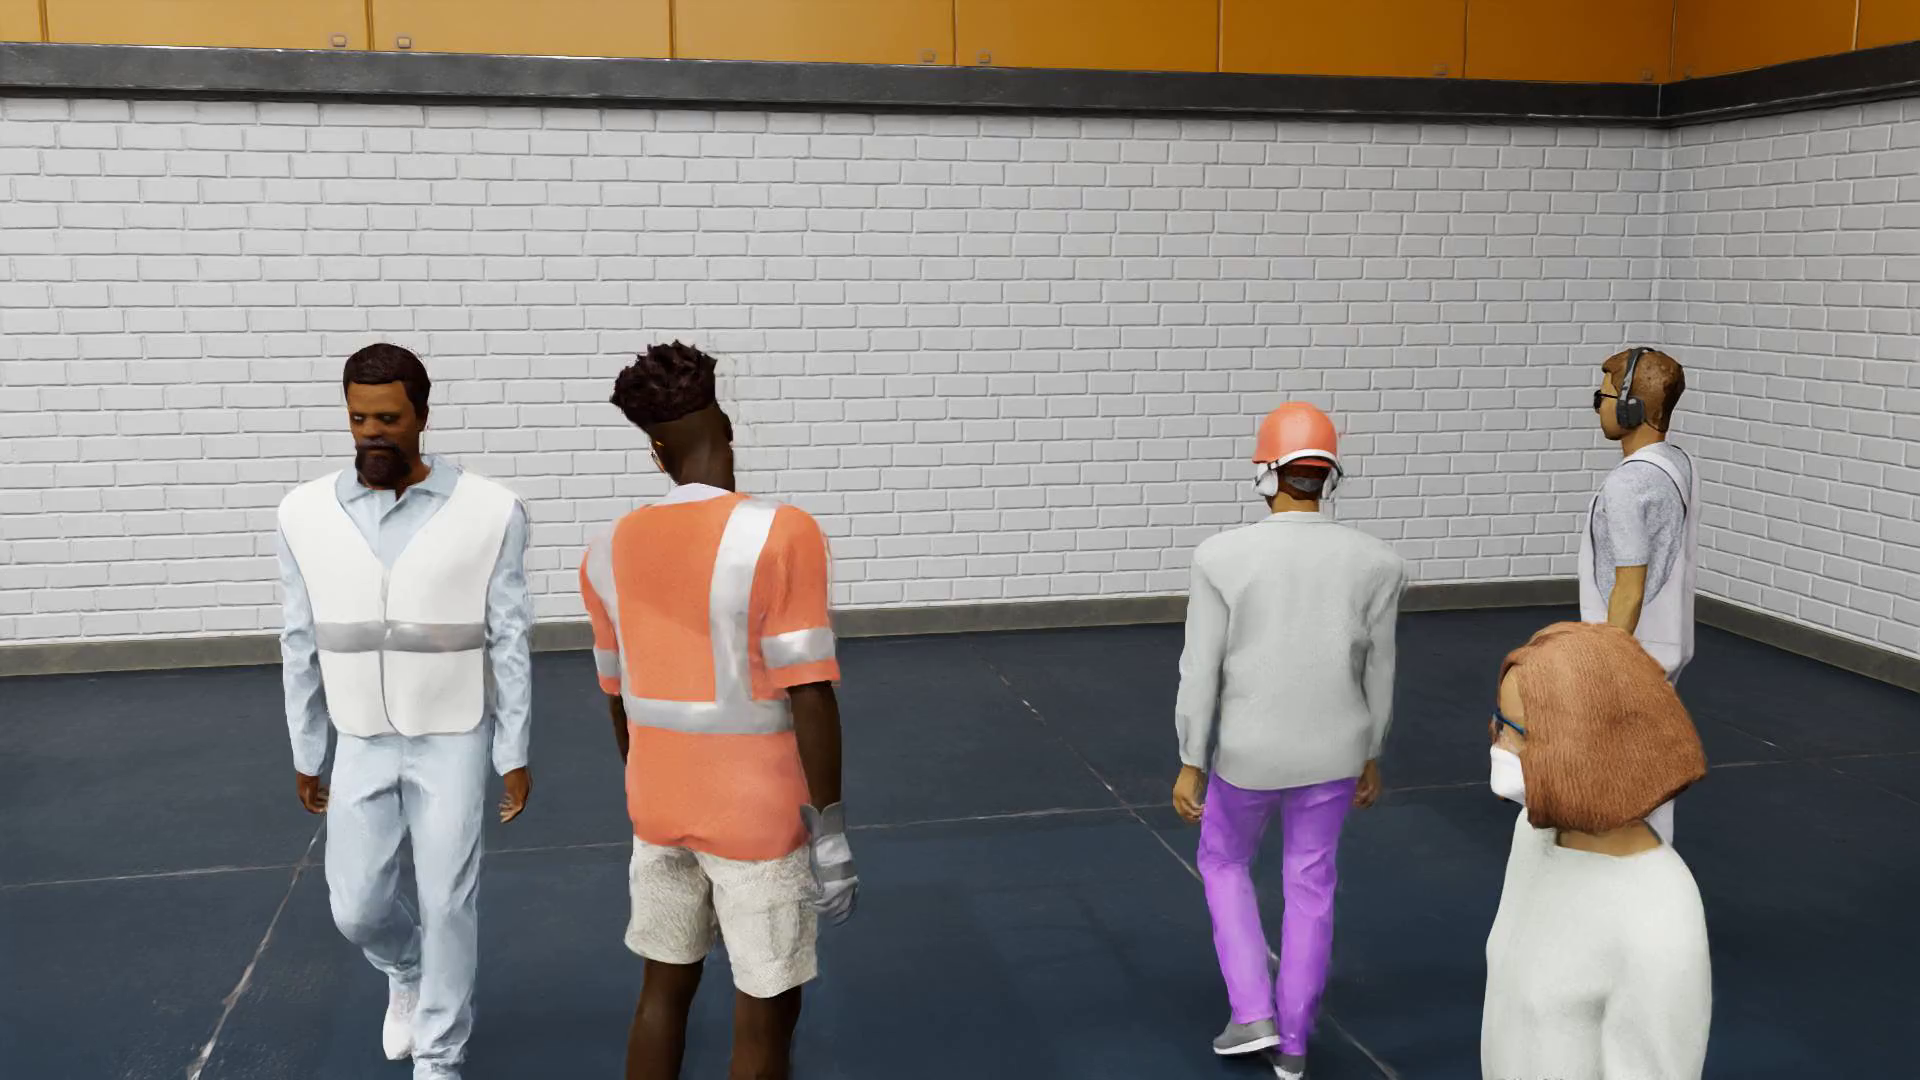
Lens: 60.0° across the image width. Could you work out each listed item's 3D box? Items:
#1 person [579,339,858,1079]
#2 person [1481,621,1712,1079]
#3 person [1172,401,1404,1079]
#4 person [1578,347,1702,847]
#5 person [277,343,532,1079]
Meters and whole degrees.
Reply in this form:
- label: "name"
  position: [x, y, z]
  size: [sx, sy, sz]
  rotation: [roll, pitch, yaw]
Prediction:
- label: "person"
  position: [-0.467, 0.568, 3.390]
  size: [0.702, 1.927, 0.368]
  rotation: [7, 12, 36]
- label: "person"
  position: [0.807, 0.909, 2.205]
  size: [0.274, 1.628, 0.502]
  rotation: [0, 9, 1]
- label: "person"
  position: [0.821, 0.514, 4.255]
  size: [0.593, 1.732, 0.374]
  rotation: [-2, 9, -9]
- label: "person"
  position: [1.947, 0.363, 4.857]
  size: [0.334, 1.844, 0.513]
  rotation: [8, 12, 39]
- label: "person"
  position: [-1.325, 0.473, 4.038]
  size: [0.591, 1.904, 0.524]
  rotation: [-1, 9, -4]
